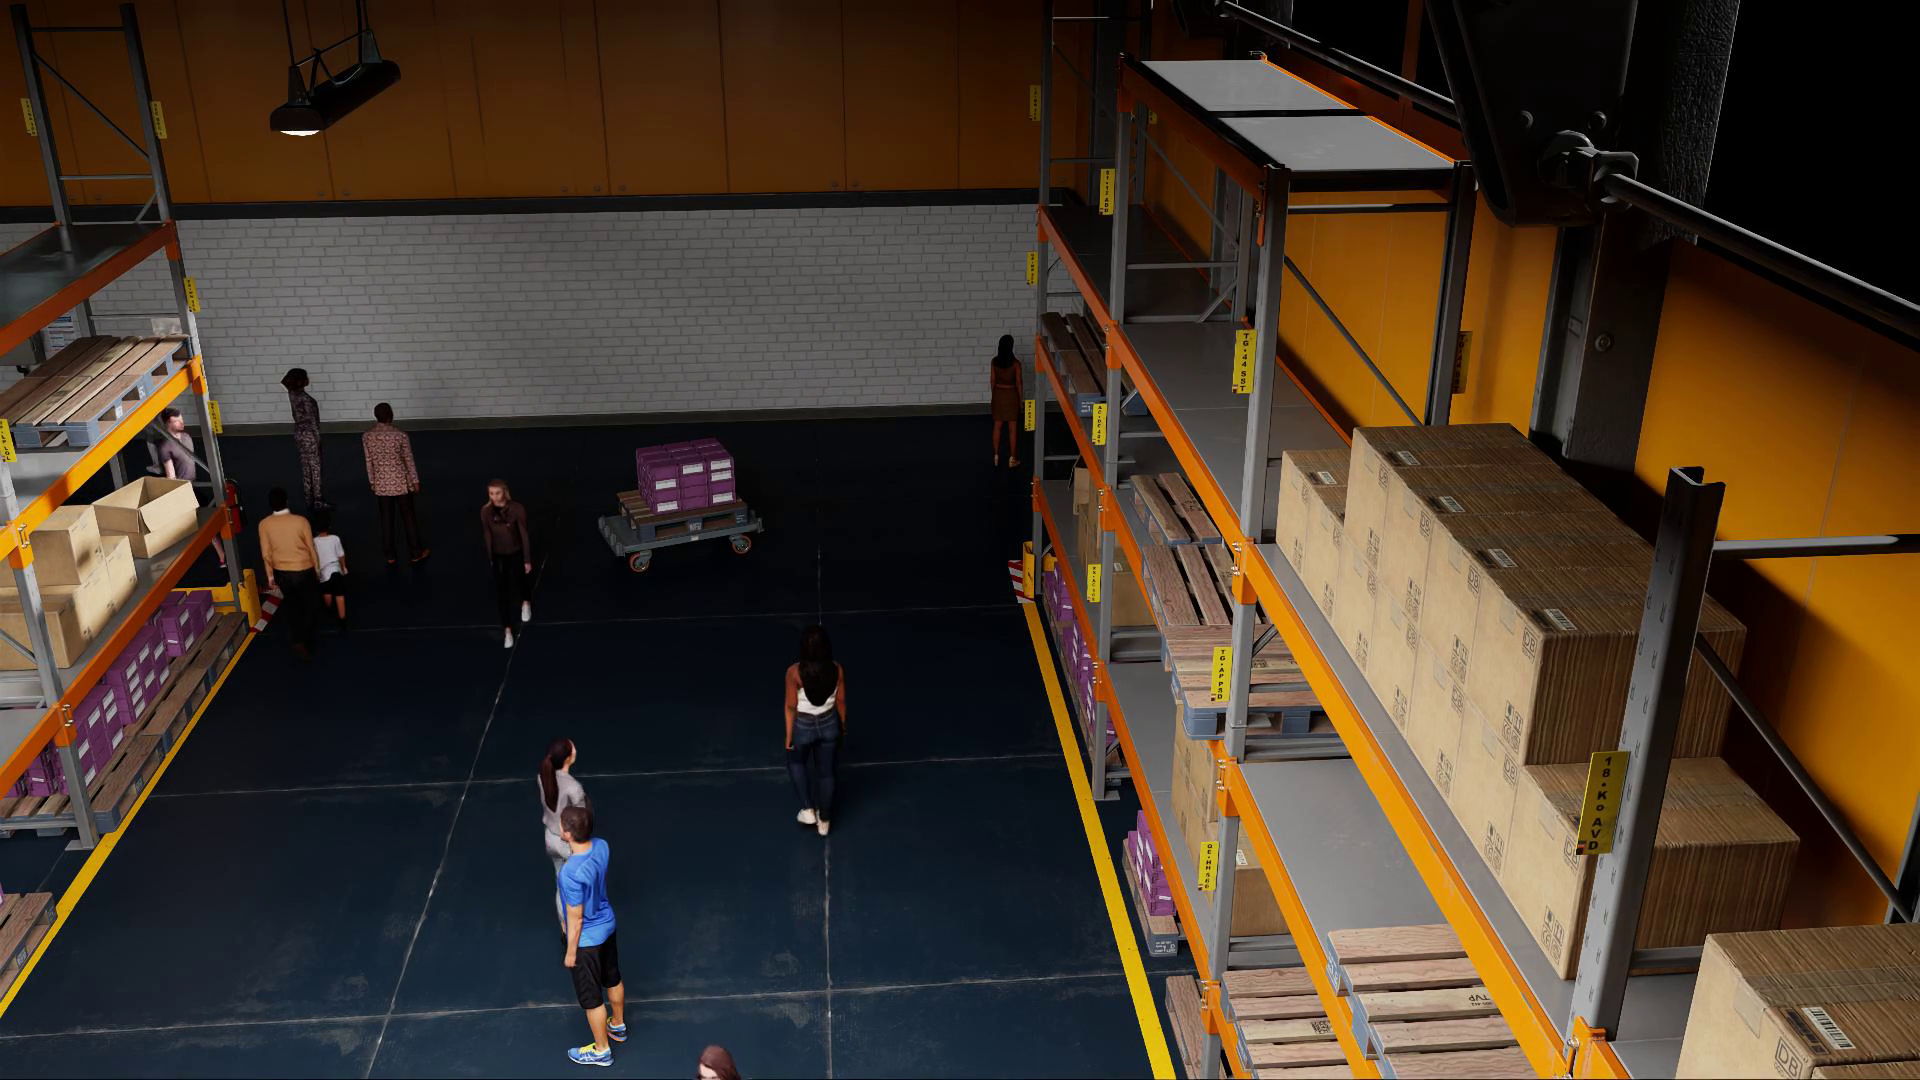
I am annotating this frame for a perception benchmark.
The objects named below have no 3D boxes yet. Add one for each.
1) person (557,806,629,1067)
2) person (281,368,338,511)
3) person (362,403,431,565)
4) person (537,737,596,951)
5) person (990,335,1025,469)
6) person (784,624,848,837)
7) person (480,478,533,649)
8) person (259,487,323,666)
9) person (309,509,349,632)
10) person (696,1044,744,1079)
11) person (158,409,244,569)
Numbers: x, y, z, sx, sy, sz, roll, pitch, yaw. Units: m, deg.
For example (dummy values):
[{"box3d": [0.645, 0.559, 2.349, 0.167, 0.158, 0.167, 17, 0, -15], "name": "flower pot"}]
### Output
[{"box3d": [-2.359, 2.519, 10.663, 0.747, 1.869, 0.624, 7, 25, 16], "name": "person"}, {"box3d": [-7.578, -1.179, 19.319, 0.670, 1.714, 0.737, 21, 31, 39], "name": "person"}, {"box3d": [-6.101, -0.612, 17.903, 0.702, 1.808, 0.595, 0, 24, 0], "name": "person"}, {"box3d": [-2.806, 2.187, 11.686, 0.753, 1.660, 0.797, 15, 28, 31], "name": "person"}, {"box3d": [0.568, -1.725, 20.598, 0.645, 1.689, 0.645, 9, 25, 19], "name": "person"}, {"box3d": [-1.118, 1.531, 13.012, 0.704, 1.799, 0.669, -5, 24, -12], "name": "person"}, {"box3d": [-4.401, 0.143, 16.356, 0.655, 1.664, 1.105, -4, 24, -8], "name": "person"}, {"box3d": [-6.321, 0.358, 15.773, 0.669, 1.736, 1.012, -1, 24, -3], "name": "person"}, {"box3d": [-6.238, 0.324, 16.486, 0.708, 1.227, 0.939, -12, 26, -25], "name": "person"}, {"box3d": [-1.293, 3.356, 9.148, 0.567, 1.550, 0.820, 0, 24, -1], "name": "person"}, {"box3d": [-8.328, -0.505, 17.668, 1.009, 1.800, 1.204, 7, 24, 15], "name": "person"}]
